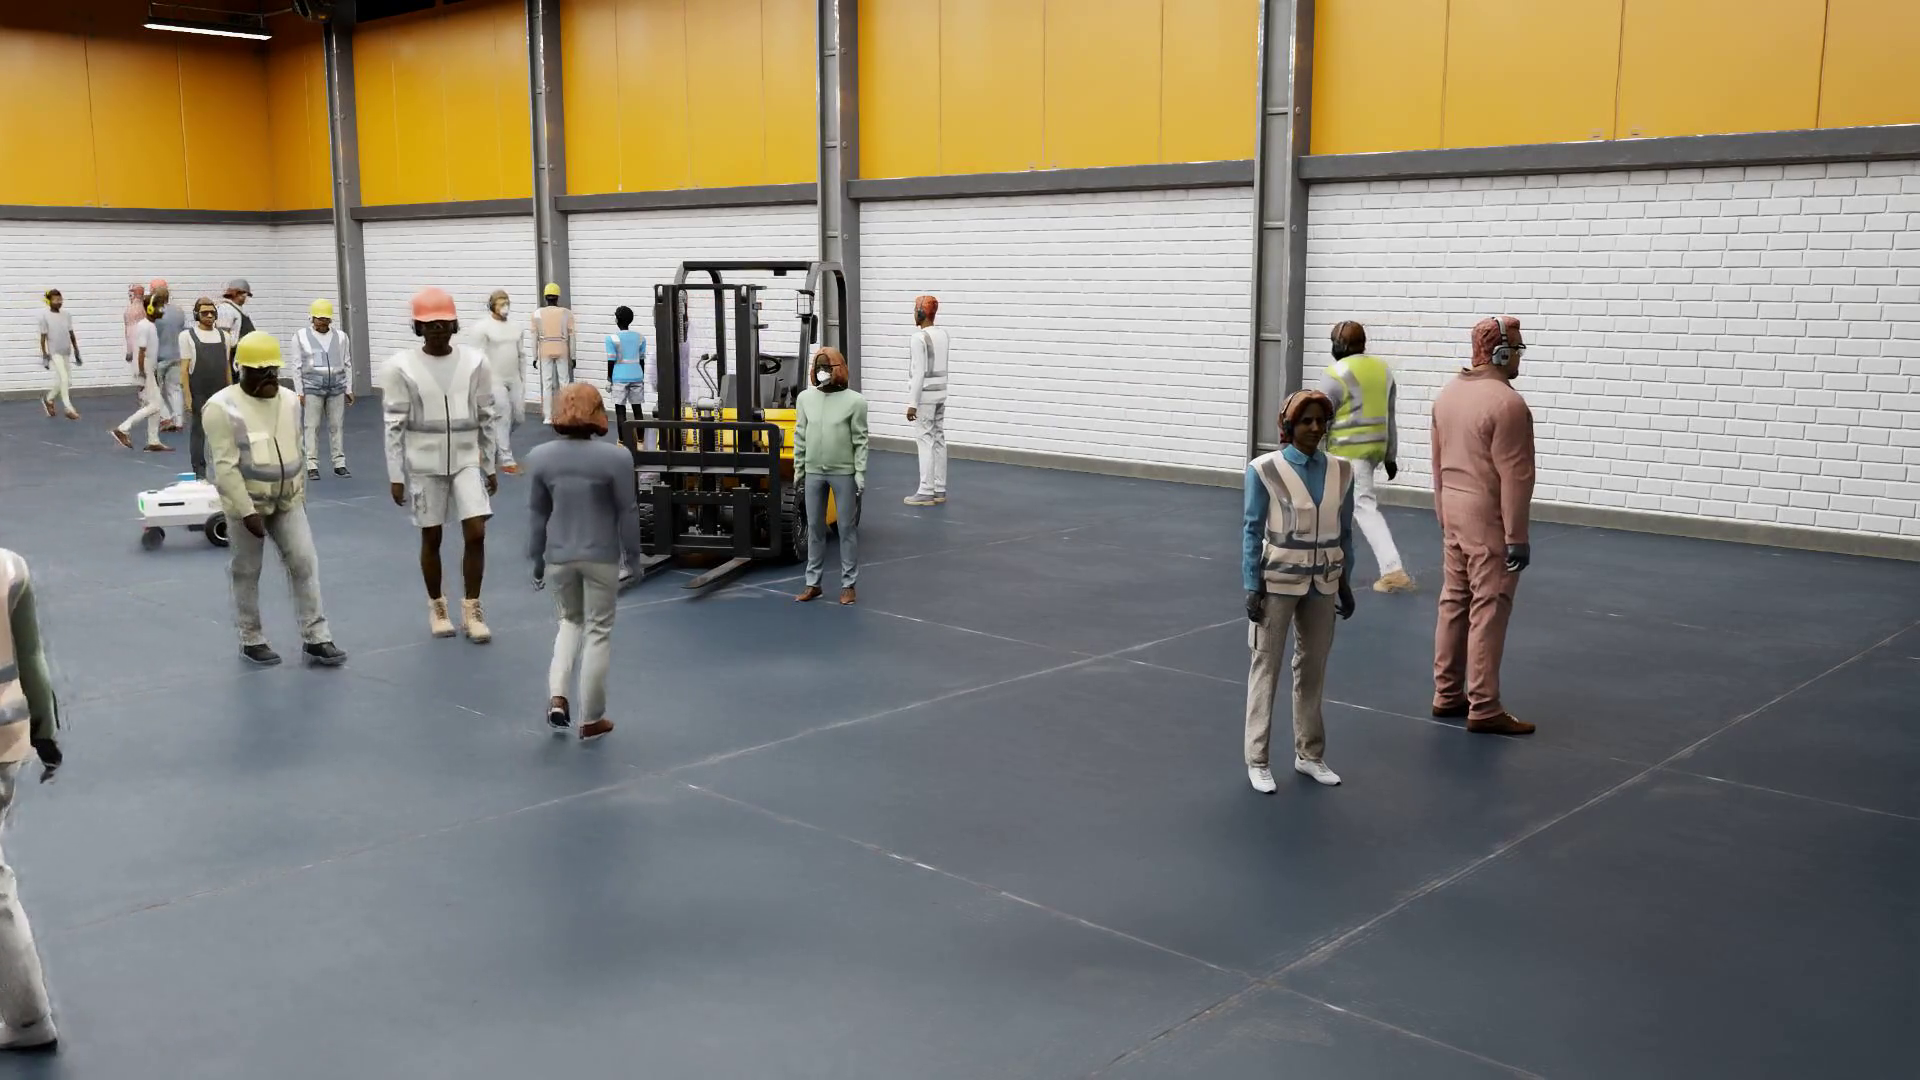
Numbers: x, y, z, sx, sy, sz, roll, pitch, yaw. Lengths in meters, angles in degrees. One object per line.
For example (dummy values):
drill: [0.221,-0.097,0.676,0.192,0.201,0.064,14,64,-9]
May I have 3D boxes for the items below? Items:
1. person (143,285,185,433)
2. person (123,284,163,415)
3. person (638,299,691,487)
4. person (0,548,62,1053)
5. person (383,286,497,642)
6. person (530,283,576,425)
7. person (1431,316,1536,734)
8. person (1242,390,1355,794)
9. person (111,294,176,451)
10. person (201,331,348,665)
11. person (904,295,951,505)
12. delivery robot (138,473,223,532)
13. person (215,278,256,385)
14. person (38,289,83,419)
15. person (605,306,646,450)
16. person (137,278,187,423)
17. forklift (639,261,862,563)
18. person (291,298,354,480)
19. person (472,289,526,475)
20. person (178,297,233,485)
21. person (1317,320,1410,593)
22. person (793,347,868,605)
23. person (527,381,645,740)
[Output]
person: [-10.246,-2.313,21.370,0.487,1.914,0.652,3,10,18]
person: [-11.885,-2.758,24.141,0.402,1.904,0.652,2,9,12]
person: [-2.721,-1.405,16.021,0.977,1.863,0.659,-1,9,-6]
person: [-2.808,0.587,4.514,0.796,1.599,0.550,3,10,17]
person: [-2.910,-0.410,9.398,0.633,2.012,0.763,-5,11,-28]
person: [-5.530,-2.528,22.658,0.594,1.924,0.382,-2,9,-12]
person: [2.431,-0.070,7.653,0.409,1.906,0.651,-2,10,-15]
person: [1.376,0.205,6.785,0.511,1.640,0.308,-3,10,-20]
person: [-9.428,-1.911,19.186,0.587,1.841,0.522,-3,10,-18]
person: [-3.615,-0.194,8.746,0.784,1.793,0.606,7,11,35]
person: [-0.295,-1.255,14.987,0.350,1.882,0.583,5,10,27]
delivery robot: [-5.897,-0.273,12.740,0.707,0.478,0.477,-4,10,-22]
person: [-9.553,-2.477,22.000,0.546,2.000,0.719,-2,9,-12]
person: [-12.782,-2.632,23.551,0.814,1.846,0.521,3,10,20]
person: [-3.826,-1.824,19.050,0.316,1.696,0.540,9,13,44]
person: [-10.890,-2.577,22.749,0.623,1.993,0.384,-7,11,-36]
forklift: [-1.552,-1.040,12.721,1.214,2.155,2.313,2,9,11]
person: [-6.423,-1.521,16.805,0.588,1.823,0.403,-7,12,-37]
person: [-4.760,-1.629,17.195,0.671,1.922,0.630,7,11,36]
person: [-7.251,-1.415,16.081,0.344,1.847,0.504,7,12,38]
person: [2.653,-0.563,11.075,0.625,1.790,1.004,-7,12,-38]
person: [-0.824,-0.405,10.540,0.498,1.634,0.279,3,10,17]
person: [-1.682,0.096,7.520,0.503,1.623,0.359,2,10,13]
